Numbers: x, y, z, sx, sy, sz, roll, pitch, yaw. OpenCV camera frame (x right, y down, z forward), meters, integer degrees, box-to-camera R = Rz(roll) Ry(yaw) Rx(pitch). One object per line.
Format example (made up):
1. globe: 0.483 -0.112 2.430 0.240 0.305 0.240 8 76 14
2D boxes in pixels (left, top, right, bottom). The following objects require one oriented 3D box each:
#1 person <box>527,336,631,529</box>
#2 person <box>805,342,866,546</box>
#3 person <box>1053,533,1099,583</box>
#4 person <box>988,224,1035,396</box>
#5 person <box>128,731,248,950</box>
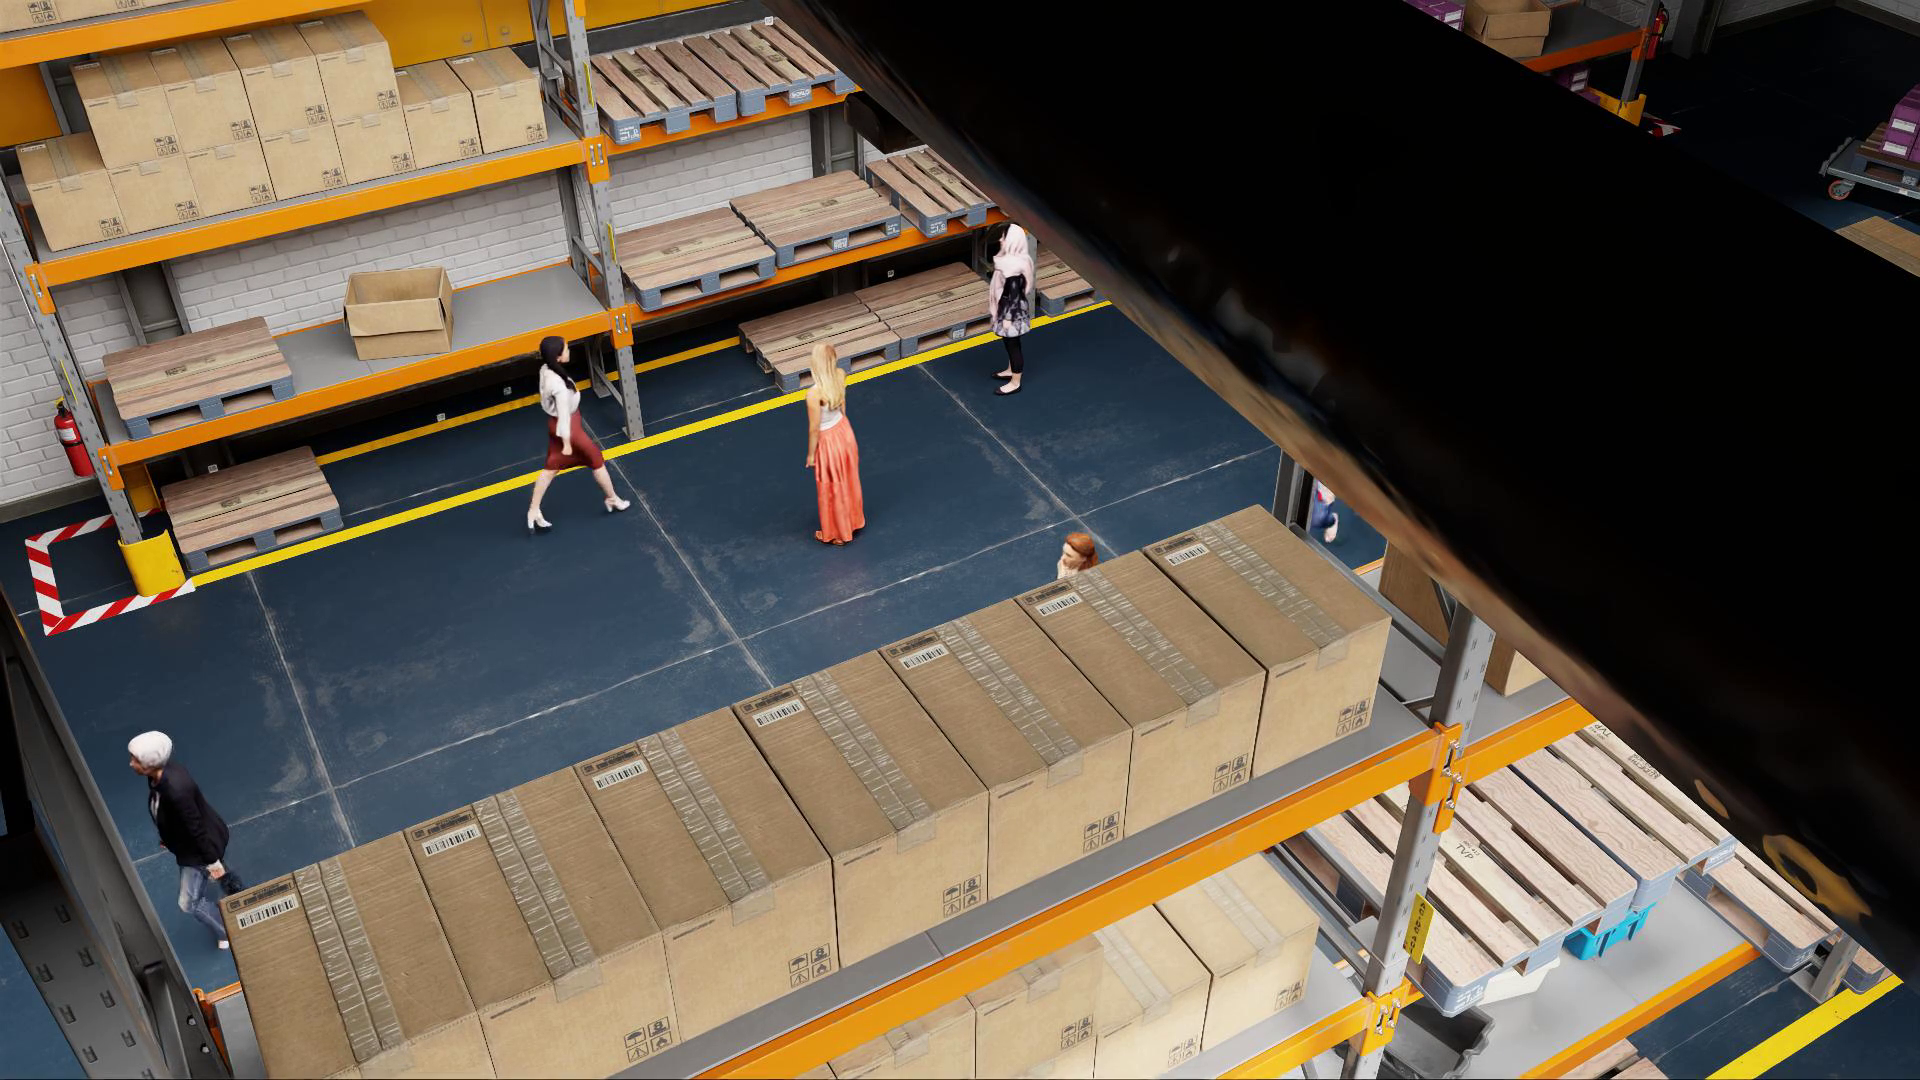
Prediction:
1. person: -3.150 -0.792 12.965 1.055 1.709 0.608 -19 42 -22
2. person: -0.985 -0.737 12.821 0.782 1.802 0.675 22 44 25
3. person: 0.842 0.600 11.314 1.066 1.594 0.630 -17 42 -20
4. person: 0.452 -2.034 14.577 0.762 1.638 0.734 -2 39 -3
5. person: -4.443 1.808 9.897 0.642 1.763 0.773 -24 45 -27
